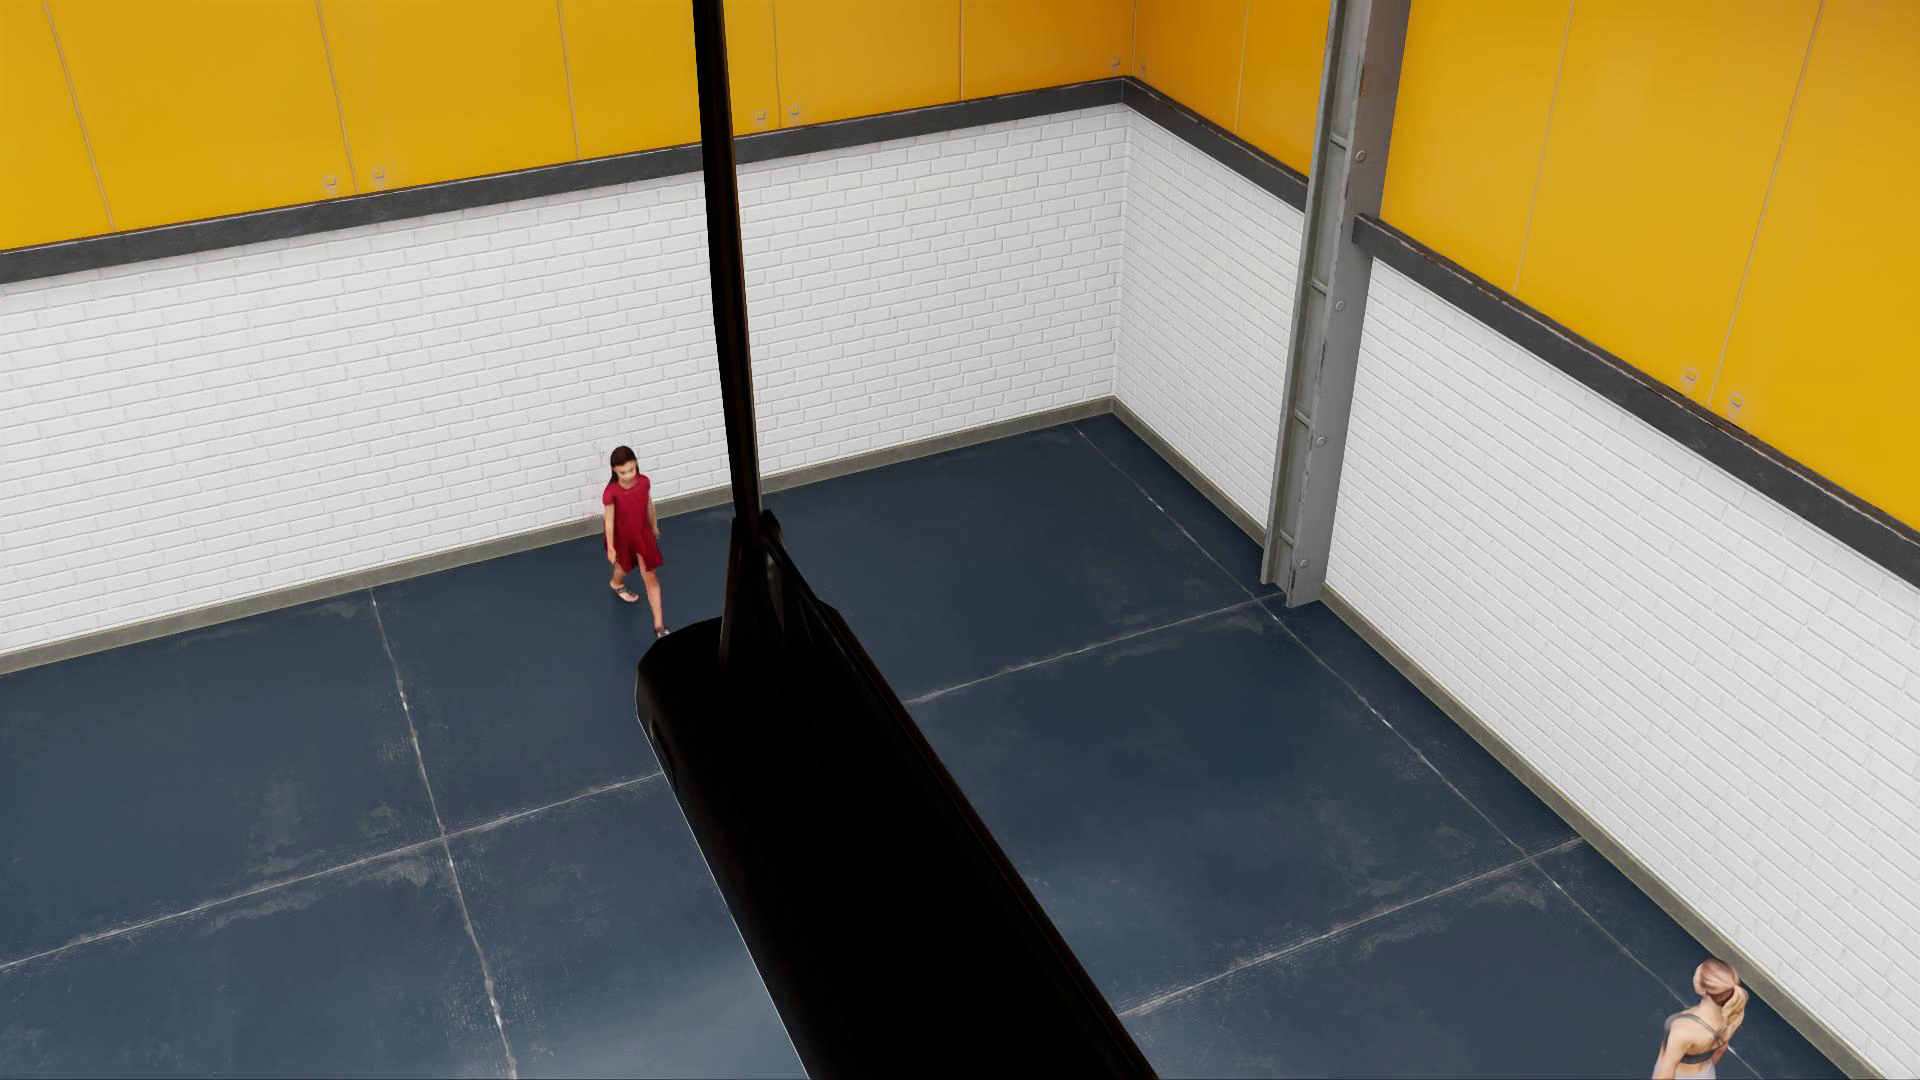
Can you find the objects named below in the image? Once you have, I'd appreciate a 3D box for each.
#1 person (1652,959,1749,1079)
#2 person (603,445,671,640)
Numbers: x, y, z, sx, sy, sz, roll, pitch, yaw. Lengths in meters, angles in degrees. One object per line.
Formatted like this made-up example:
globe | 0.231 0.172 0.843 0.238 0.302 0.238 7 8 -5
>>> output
person | 3.354 2.567 7.728 0.557 1.707 0.527 -13 36 -19
person | -2.365 -0.061 11.860 0.681 1.511 1.094 -24 40 -31
